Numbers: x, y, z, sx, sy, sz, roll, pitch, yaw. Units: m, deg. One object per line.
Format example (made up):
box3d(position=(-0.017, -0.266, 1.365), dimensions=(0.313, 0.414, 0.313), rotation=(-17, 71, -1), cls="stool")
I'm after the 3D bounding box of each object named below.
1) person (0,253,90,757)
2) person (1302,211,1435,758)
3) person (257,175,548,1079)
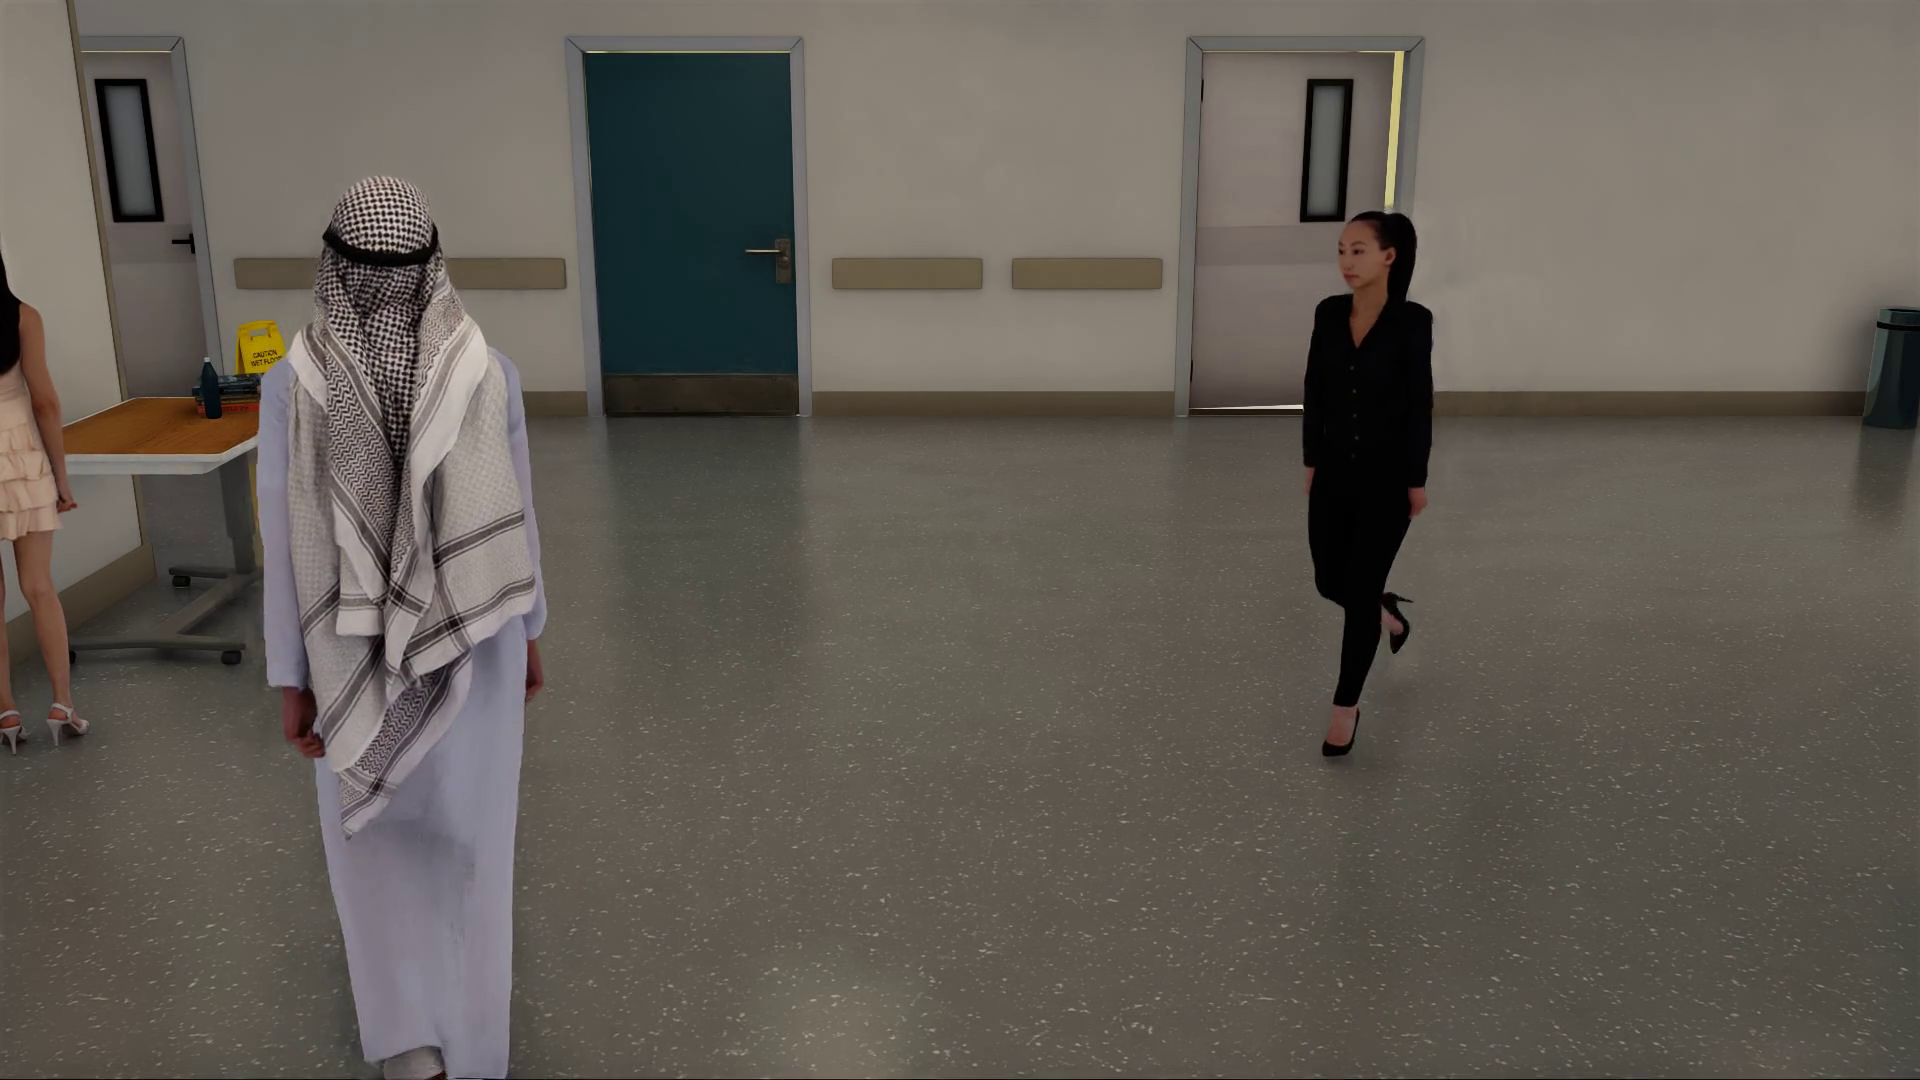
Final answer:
box3d(position=(-3.011, -0.176, 5.177), dimensions=(0.577, 1.735, 0.697), rotation=(-6, 17, -20), cls="person")
box3d(position=(1.296, -0.175, 5.248), dimensions=(0.958, 1.695, 0.962), rotation=(11, 19, 35), cls="person")
box3d(position=(-1.038, 0.286, 3.209), dimensions=(0.830, 1.914, 0.887), rotation=(-6, 17, -20), cls="person")
